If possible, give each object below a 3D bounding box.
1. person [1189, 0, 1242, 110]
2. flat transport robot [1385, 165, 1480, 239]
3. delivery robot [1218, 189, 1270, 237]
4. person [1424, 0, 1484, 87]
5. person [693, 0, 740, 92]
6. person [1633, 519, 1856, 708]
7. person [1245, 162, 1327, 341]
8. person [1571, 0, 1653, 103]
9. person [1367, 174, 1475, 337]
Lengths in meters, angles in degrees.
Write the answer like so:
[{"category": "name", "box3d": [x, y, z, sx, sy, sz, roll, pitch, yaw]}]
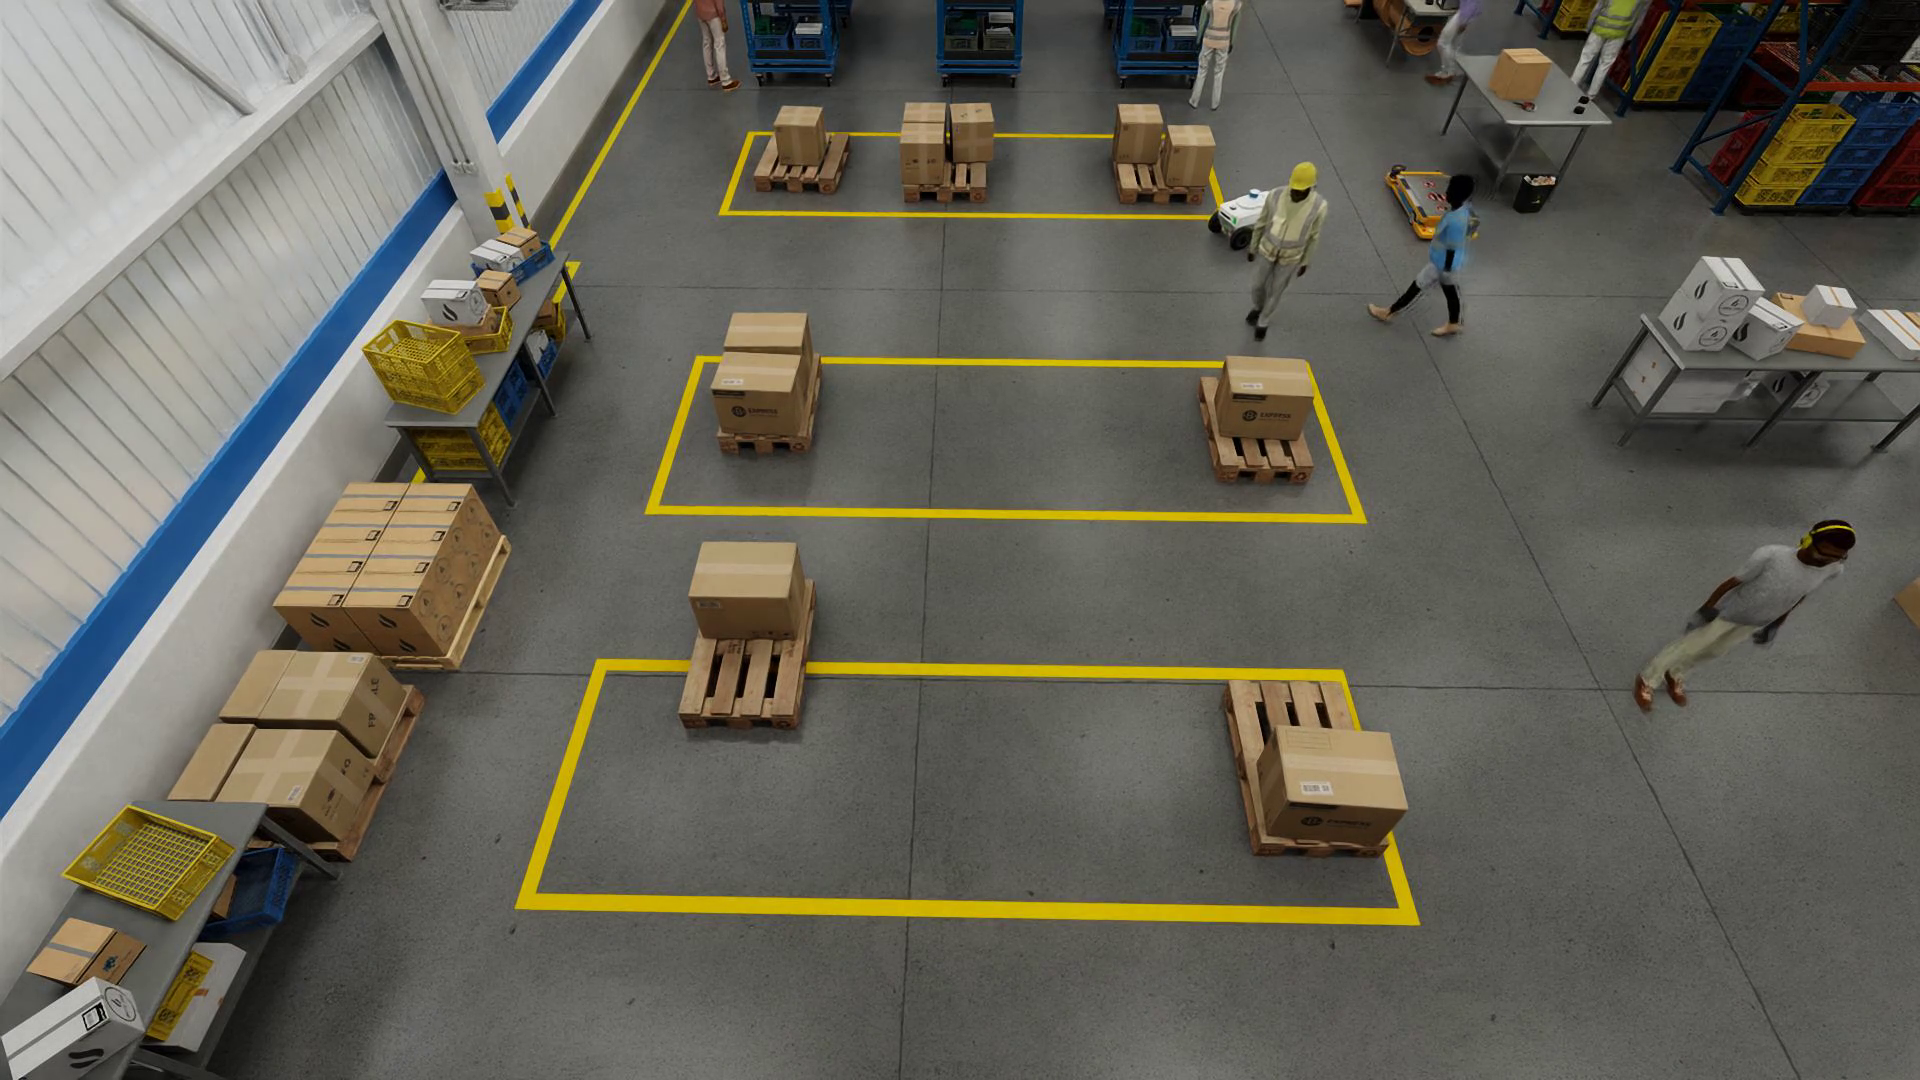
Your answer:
[{"category": "person", "box3d": [3.460, -6.731, 12.454, 0.528, 1.627, 0.323, 8, 50, 7]}, {"category": "flat transport robot", "box3d": [5.692, -4.094, 11.059, 0.652, 0.197, 1.431, 1, 49, 1]}, {"category": "delivery robot", "box3d": [3.334, -3.788, 10.544, 0.707, 0.478, 0.477, -21, 52, -16]}, {"category": "person", "box3d": [7.023, -7.350, 12.789, 0.426, 1.927, 0.648, 21, 52, 17]}, {"category": "person", "box3d": [-3.453, -7.338, 12.745, 0.611, 1.985, 0.415, 32, 56, 25]}, {"category": "person", "box3d": [5.134, 0.513, 6.031, 0.530, 1.864, 0.333, 8, 50, 7]}, {"category": "person", "box3d": [3.123, -2.812, 8.933, 0.597, 1.821, 0.452, 21, 52, 17]}, {"category": "person", "box3d": [8.836, -6.907, 12.462, 0.634, 1.841, 0.429, 26, 54, 21]}, {"category": "person", "box3d": [4.747, -2.768, 9.009, 0.941, 1.625, 0.537, 23, 53, 18]}]
